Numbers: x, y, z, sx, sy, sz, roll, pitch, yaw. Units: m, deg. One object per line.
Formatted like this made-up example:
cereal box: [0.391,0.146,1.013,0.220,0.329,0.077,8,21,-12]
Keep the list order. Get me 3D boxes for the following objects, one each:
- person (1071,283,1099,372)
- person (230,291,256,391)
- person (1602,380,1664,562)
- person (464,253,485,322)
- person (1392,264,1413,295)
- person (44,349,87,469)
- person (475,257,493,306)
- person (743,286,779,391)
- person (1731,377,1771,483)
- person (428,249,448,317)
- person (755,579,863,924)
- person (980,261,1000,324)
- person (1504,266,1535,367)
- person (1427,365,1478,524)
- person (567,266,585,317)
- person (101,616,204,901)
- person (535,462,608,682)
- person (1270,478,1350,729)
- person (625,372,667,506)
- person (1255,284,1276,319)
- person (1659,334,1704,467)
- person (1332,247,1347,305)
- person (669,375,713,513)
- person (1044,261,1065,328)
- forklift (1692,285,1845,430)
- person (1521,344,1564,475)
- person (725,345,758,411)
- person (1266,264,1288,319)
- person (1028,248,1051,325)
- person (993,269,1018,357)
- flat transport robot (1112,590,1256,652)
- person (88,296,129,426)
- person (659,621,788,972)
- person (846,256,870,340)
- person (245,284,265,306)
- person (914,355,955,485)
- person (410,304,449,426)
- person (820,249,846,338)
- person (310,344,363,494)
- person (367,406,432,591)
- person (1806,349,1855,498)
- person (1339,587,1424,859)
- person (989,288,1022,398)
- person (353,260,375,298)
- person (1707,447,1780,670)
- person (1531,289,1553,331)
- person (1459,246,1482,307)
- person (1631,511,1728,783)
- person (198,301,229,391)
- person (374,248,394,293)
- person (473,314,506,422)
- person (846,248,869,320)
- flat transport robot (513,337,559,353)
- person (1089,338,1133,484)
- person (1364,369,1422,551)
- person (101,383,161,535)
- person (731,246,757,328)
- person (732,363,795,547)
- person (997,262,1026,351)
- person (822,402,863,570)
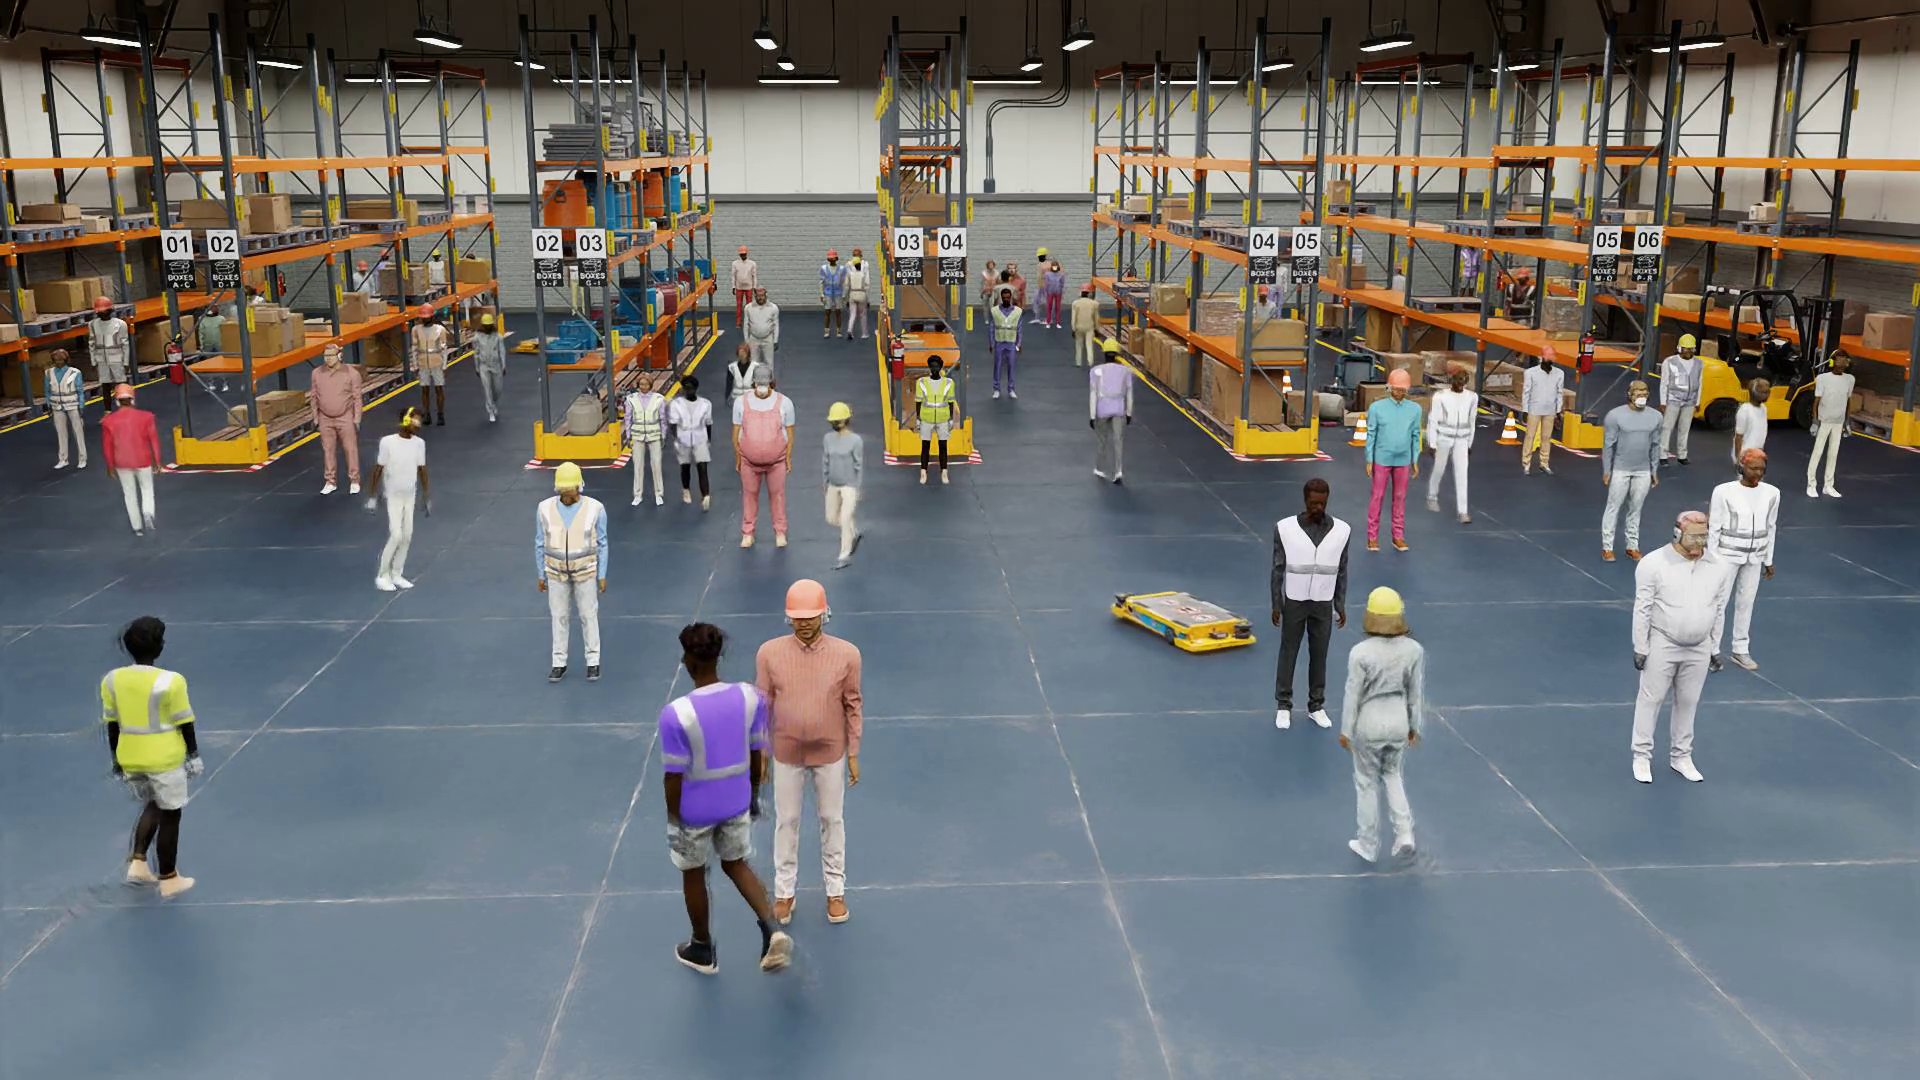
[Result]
person: [2.462,-4.179,32.667,0.564,1.713,0.858,-1,13,-5]
person: [-12.796,-3.563,29.763,0.551,1.851,0.445,1,13,5]
person: [7.084,-0.728,17.571,0.632,1.940,0.372,-1,13,-4]
person: [-11.678,-5.937,39.845,0.627,1.844,0.429,-1,13,-4]
person: [10.193,-5.499,38.283,0.905,1.692,0.600,-11,17,-39]
person: [-12.210,-1.791,22.717,0.513,1.639,0.307,-1,13,-4]
person: [-11.607,-5.987,40.315,0.468,1.716,0.499,12,18,41]
person: [-3.537,-3.555,29.614,0.643,1.908,0.411,-1,13,-4]
person: [8.785,-0.917,18.603,0.538,1.834,0.536,-10,17,-38]
person: [-13.479,-6.632,42.951,0.524,1.769,0.308,-1,13,-4]
person: [-0.850,1.184,9.348,0.611,1.995,0.375,-1,13,-4]
person: [0.741,-6.107,41.093,0.525,1.598,0.877,-2,13,-7]
person: [11.202,-4.457,33.195,0.620,2.023,0.809,13,18,43]
person: [5.818,-1.163,19.673,0.582,1.833,1.020,0,13,0]
person: [-9.902,-6.724,43.167,0.567,1.846,0.389,-1,13,-4]
person: [-4.668,1.270,9.660,0.539,1.682,0.369,4,14,17]
person: [-3.177,0.259,13.617,0.589,1.833,0.404,-1,13,-4]
person: [2.630,0.468,12.546,0.593,1.920,0.391,-1,13,-4]
person: [-3.839,-1.236,20.368,0.513,1.639,0.307,-1,13,-4]
person: [5.786,-4.025,31.932,0.562,1.752,0.324,-1,13,-4]
person: [9.887,-1.910,22.803,0.589,1.833,0.404,-1,13,-4]
person: [10.054,-6.825,43.790,0.535,1.763,0.349,-1,13,-4]
person: [-3.259,-1.198,20.202,0.521,1.645,0.863,-2,13,-10]
person: [2.292,-5.957,40.376,0.499,1.633,0.286,-1,13,-4]
forklift: [12.503,-2.886,26.166,2.313,2.155,1.214,-1,13,-3]
person: [7.806,-1.751,22.298,0.562,1.752,0.324,-1,13,-4]
person: [-3.059,-1.990,23.674,0.522,1.602,0.880,2,13,8]
person: [7.789,-6.151,40.916,0.524,1.769,0.308,-1,13,-4]
person: [1.977,-6.263,41.102,0.711,1.896,0.619,-5,14,-20]
person: [0.941,-4.698,34.612,0.570,1.844,0.691,2,13,6]
flat transport robot: [2.008,0.705,15.073,0.652,0.197,1.431,-6,15,-24]
person: [-13.394,-2.817,26.197,0.608,2.044,0.371,-1,13,-4]
person: [-1.243,1.377,8.652,0.608,1.944,0.682,-11,17,-39]
person: [-2.347,-5.517,37.967,0.593,1.898,0.833,4,14,17]
person: [-14.234,-4.340,33.514,0.513,1.641,0.307,-1,13,-4]
person: [-0.327,-1.561,21.617,0.534,1.697,0.318,-1,13,-4]
person: [-8.339,-2.736,26.139,0.563,1.924,0.467,-1,13,-6]
person: [-2.914,-5.652,38.204,0.608,2.044,0.370,-1,13,-4]
person: [-7.876,-1.525,21.016,0.643,1.909,0.410,-1,13,-4]
person: [-5.544,-0.413,16.493,0.387,1.814,0.615,10,16,36]
person: [10.906,-1.459,20.813,0.511,1.872,0.328,-1,13,-4]
person: [2.569,1.138,10.127,0.490,1.729,0.412,-4,14,-15]
person: [0.799,-3.448,29.135,0.593,1.920,0.391,-1,13,-4]
person: [-14.166,-5.780,39.450,0.568,1.721,0.744,-12,18,-40]
person: [6.537,0.161,13.926,0.576,1.882,0.355,-1,13,-4]
person: [11.322,-4.050,32.297,0.499,1.633,0.286,-1,13,-4]
person: [13.433,-6.988,43.865,0.608,2.044,0.370,-1,13,-4]
person: [4.947,0.734,11.445,0.643,1.908,0.411,-1,13,-4]
person: [-13.414,-3.485,29.936,0.523,1.624,0.342,-3,14,-12]
person: [-14.104,-6.219,40.914,0.549,1.913,0.881,-1,13,-5]
person: [-7.560,-2.789,26.756,0.488,1.728,0.583,-5,14,-21]
person: [-2.544,-6.270,41.169,0.576,1.882,0.355,-1,13,-4]
flat transport robot: [-9.008,-4.236,36.003,0.652,0.197,1.431,4,14,18]
person: [1.983,-1.694,21.788,0.603,1.885,0.977,-2,13,-9]
person: [4.690,-0.868,18.042,0.611,1.995,0.376,-1,13,-4]
person: [-9.318,-0.903,18.724,0.586,1.737,0.405,-8,15,-30]
person: [-5.235,-6.132,40.340,0.611,1.995,0.375,-1,13,-4]
person: [-2.147,-0.925,18.185,0.684,2.000,0.538,-1,13,-4]
person: [1.105,-5.020,35.820,0.643,1.909,0.410,-1,13,-4]
person: [-1.195,-0.583,17.370,0.527,1.751,0.517,9,16,33]
